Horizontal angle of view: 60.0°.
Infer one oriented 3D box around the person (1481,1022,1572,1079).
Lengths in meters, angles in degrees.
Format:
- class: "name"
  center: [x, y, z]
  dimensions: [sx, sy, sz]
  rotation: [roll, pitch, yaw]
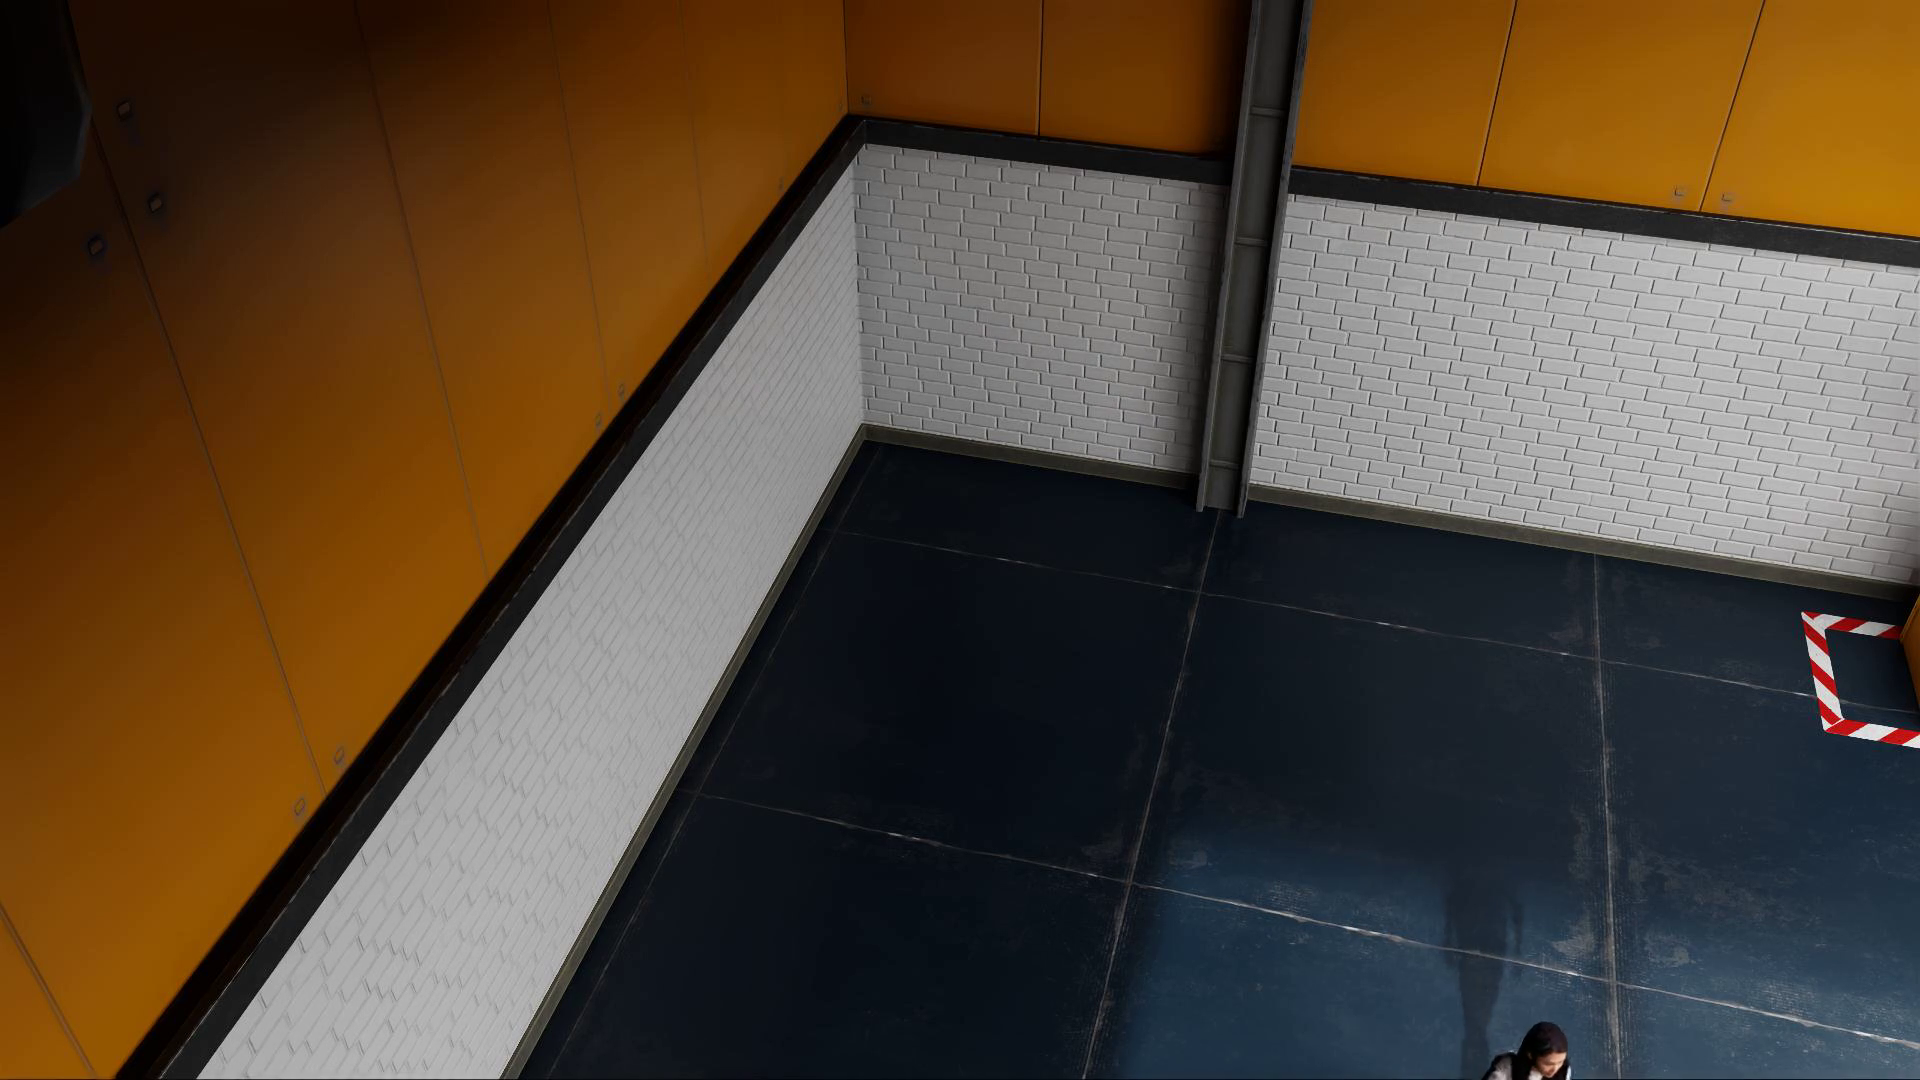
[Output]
- class: "person"
  center: [2.757, 2.938, 8.490]
  dimensions: [1.080, 1.705, 0.978]
  rotation: [-7, 39, -8]
